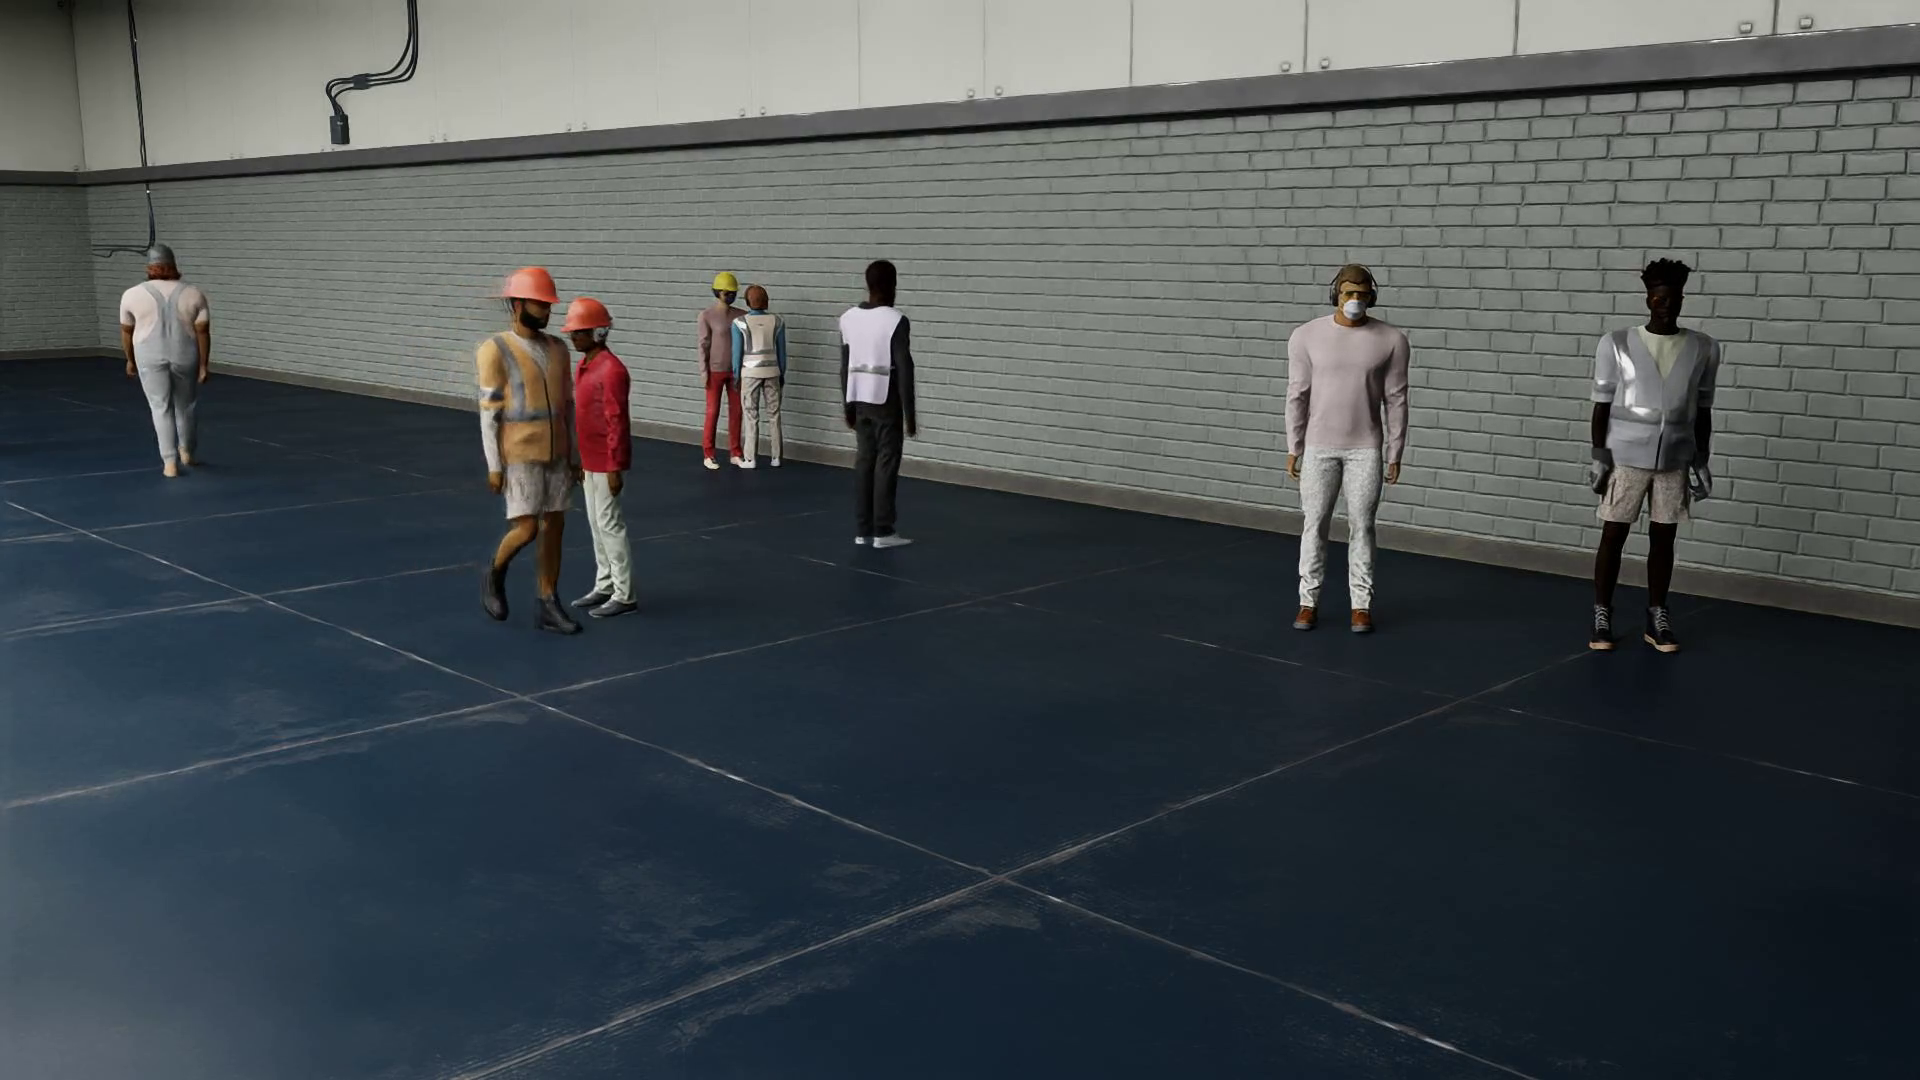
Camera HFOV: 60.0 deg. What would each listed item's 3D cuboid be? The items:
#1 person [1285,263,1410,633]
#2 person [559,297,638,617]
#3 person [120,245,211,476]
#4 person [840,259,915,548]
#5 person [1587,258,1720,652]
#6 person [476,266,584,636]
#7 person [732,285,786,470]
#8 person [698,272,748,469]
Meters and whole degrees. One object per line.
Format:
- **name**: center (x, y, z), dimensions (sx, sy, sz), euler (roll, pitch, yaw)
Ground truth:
- **person**: center (2.022, -0.474, 8.737), dimensions (0.629, 1.934, 0.369), euler (2, 11, 12)
- **person**: center (-1.993, -0.451, 9.118), dimensions (0.363, 1.743, 0.584), euler (-6, 12, -28)
- **person**: center (-6.981, -1.612, 14.636), dimensions (0.690, 2.000, 1.019), euler (-6, 12, -30)
- **person**: center (-0.549, -0.904, 11.119), dimensions (0.598, 1.917, 0.378), euler (9, 14, 40)
- **person**: center (3.448, -0.416, 8.312), dimensions (0.600, 1.967, 0.369), euler (1, 10, 7)
- **person**: center (-2.236, -0.457, 8.650), dimensions (0.524, 1.923, 0.551), euler (8, 13, 36)
- **person**: center (-1.782, -1.442, 14.804), dimensions (0.513, 1.640, 0.307), euler (-5, 12, -27)
- **person**: center (-2.086, -1.505, 14.835), dimensions (0.523, 1.759, 0.352), euler (-8, 13, -36)
